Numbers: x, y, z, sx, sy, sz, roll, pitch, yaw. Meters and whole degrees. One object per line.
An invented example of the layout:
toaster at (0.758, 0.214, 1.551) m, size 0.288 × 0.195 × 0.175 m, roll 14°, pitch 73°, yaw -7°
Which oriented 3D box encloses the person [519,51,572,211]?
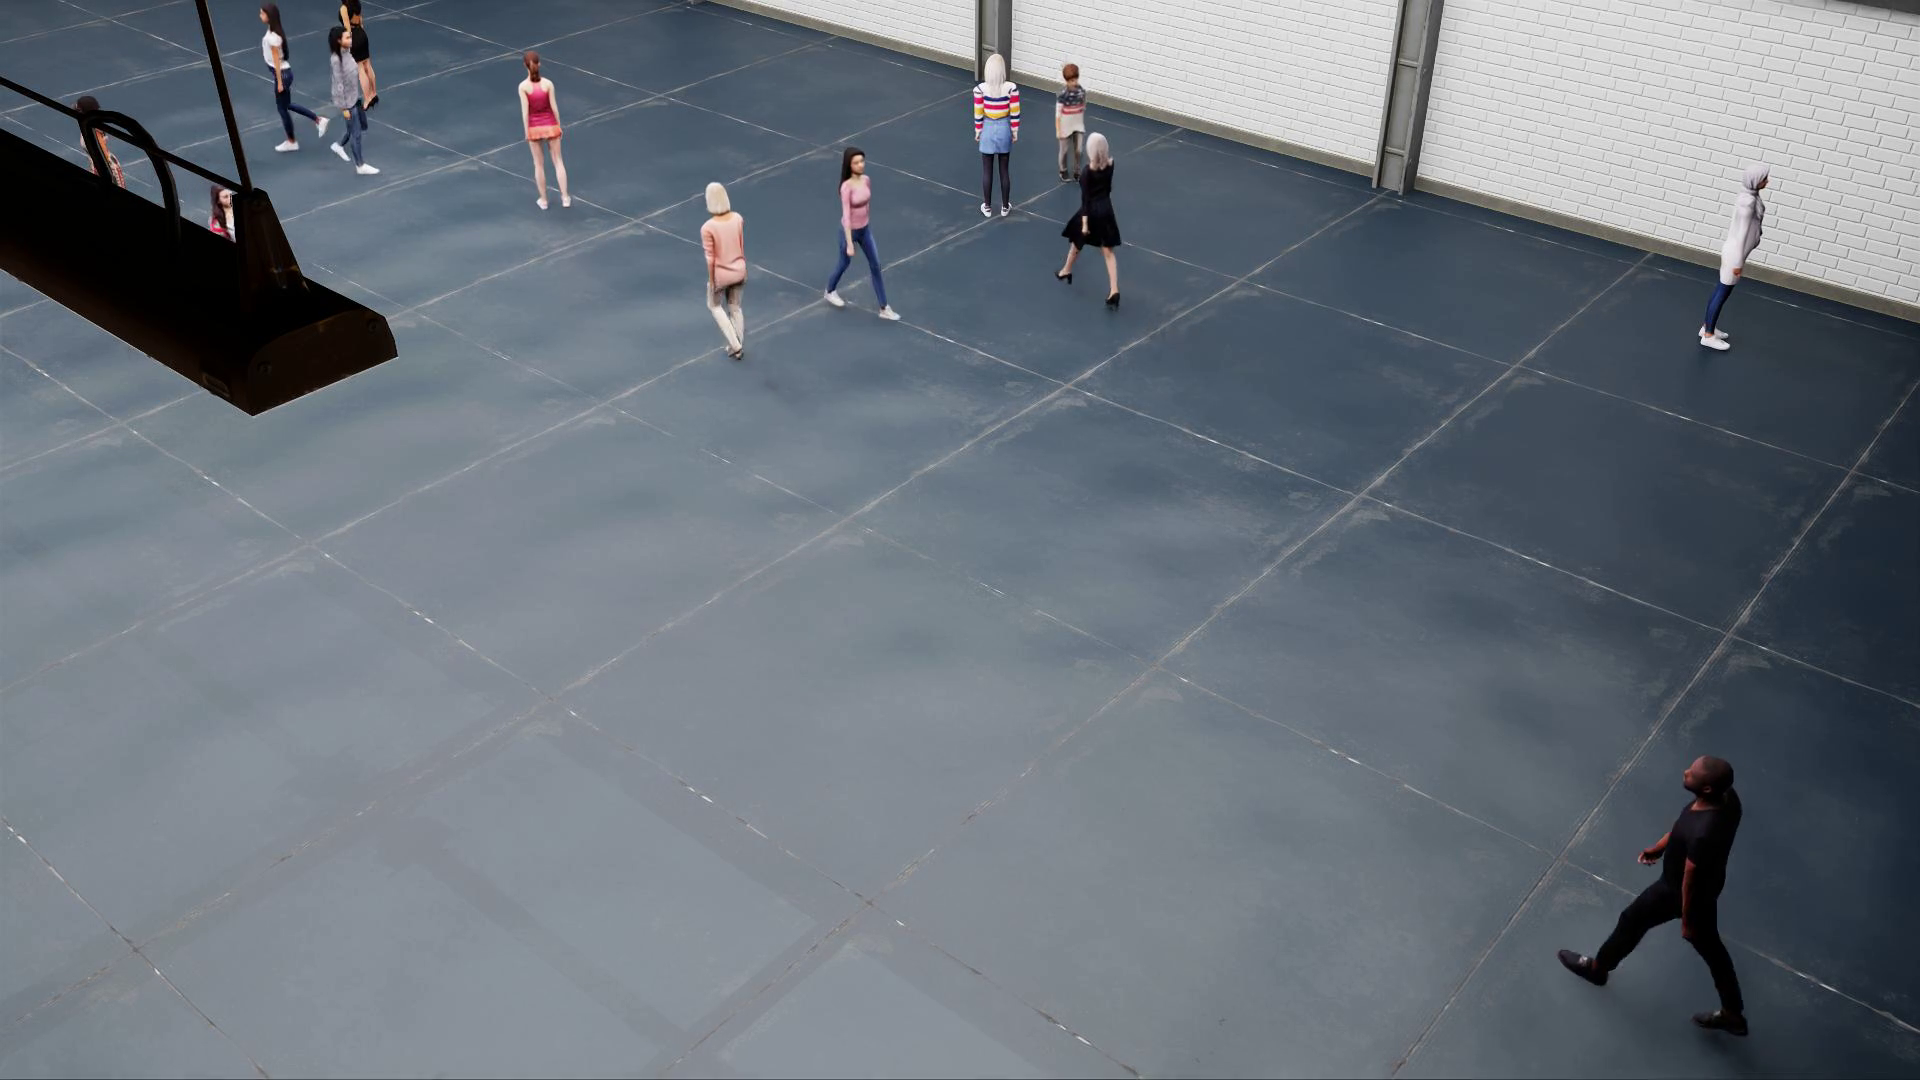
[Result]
person at (-4.627, -4.543, 18.423) m, size 0.655 × 1.753 × 0.683 m, roll -12°, pitch 35°, yaw -17°

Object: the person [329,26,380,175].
person at (-7.168, -5.086, 19.271) m, size 0.956 × 1.718 × 0.864 m, roll 3°, pitch 34°, yaw 5°

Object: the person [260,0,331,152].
person at (-8.013, -5.526, 19.896) m, size 0.923 × 1.758 × 0.946 m, roll -11°, pitch 35°, yaw -16°

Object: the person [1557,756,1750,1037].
person at (3.912, 1.897, 8.720) m, size 1.245 × 1.767 × 0.683 m, roll 25°, pitch 41°, yaw 32°

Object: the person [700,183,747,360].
person at (-2.086, -2.415, 15.257) m, size 0.670 × 1.713 × 0.715 m, roll -23°, pitch 40°, yaw -31°

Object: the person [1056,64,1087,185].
person at (1.275, -4.799, 19.114) m, size 0.712 × 1.413 × 0.787 m, roll -12°, pitch 35°, yaw -17°

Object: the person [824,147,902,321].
person at (-1.082, -2.972, 16.115) m, size 1.149 × 1.690 × 0.591 m, roll 23°, pitch 40°, yaw 31°

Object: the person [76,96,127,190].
person at (-8.976, -3.870, 17.507) m, size 0.776 × 1.645 × 0.605 m, roll -17°, pitch 37°, yaw -24°

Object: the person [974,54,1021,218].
person at (0.395, -4.432, 18.204) m, size 0.697 × 1.809 × 0.777 m, roll -1°, pitch 34°, yaw -1°

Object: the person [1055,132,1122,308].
person at (1.384, -3.097, 16.299) m, size 0.799 × 1.694 × 1.233 m, roll -23°, pitch 40°, yaw -30°

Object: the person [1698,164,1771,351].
person at (7.252, -2.665, 15.576) m, size 0.625 × 1.776 × 0.671 m, roll 13°, pitch 36°, yaw 19°

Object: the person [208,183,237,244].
person at (-6.830, -2.584, 15.614) m, size 0.942 × 1.599 × 0.637 m, roll 20°, pitch 39°, yaw 28°

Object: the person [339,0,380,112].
person at (-7.664, -6.309, 21.172) m, size 0.617 × 1.650 × 0.621 m, roll 7°, pitch 34°, yaw 11°
